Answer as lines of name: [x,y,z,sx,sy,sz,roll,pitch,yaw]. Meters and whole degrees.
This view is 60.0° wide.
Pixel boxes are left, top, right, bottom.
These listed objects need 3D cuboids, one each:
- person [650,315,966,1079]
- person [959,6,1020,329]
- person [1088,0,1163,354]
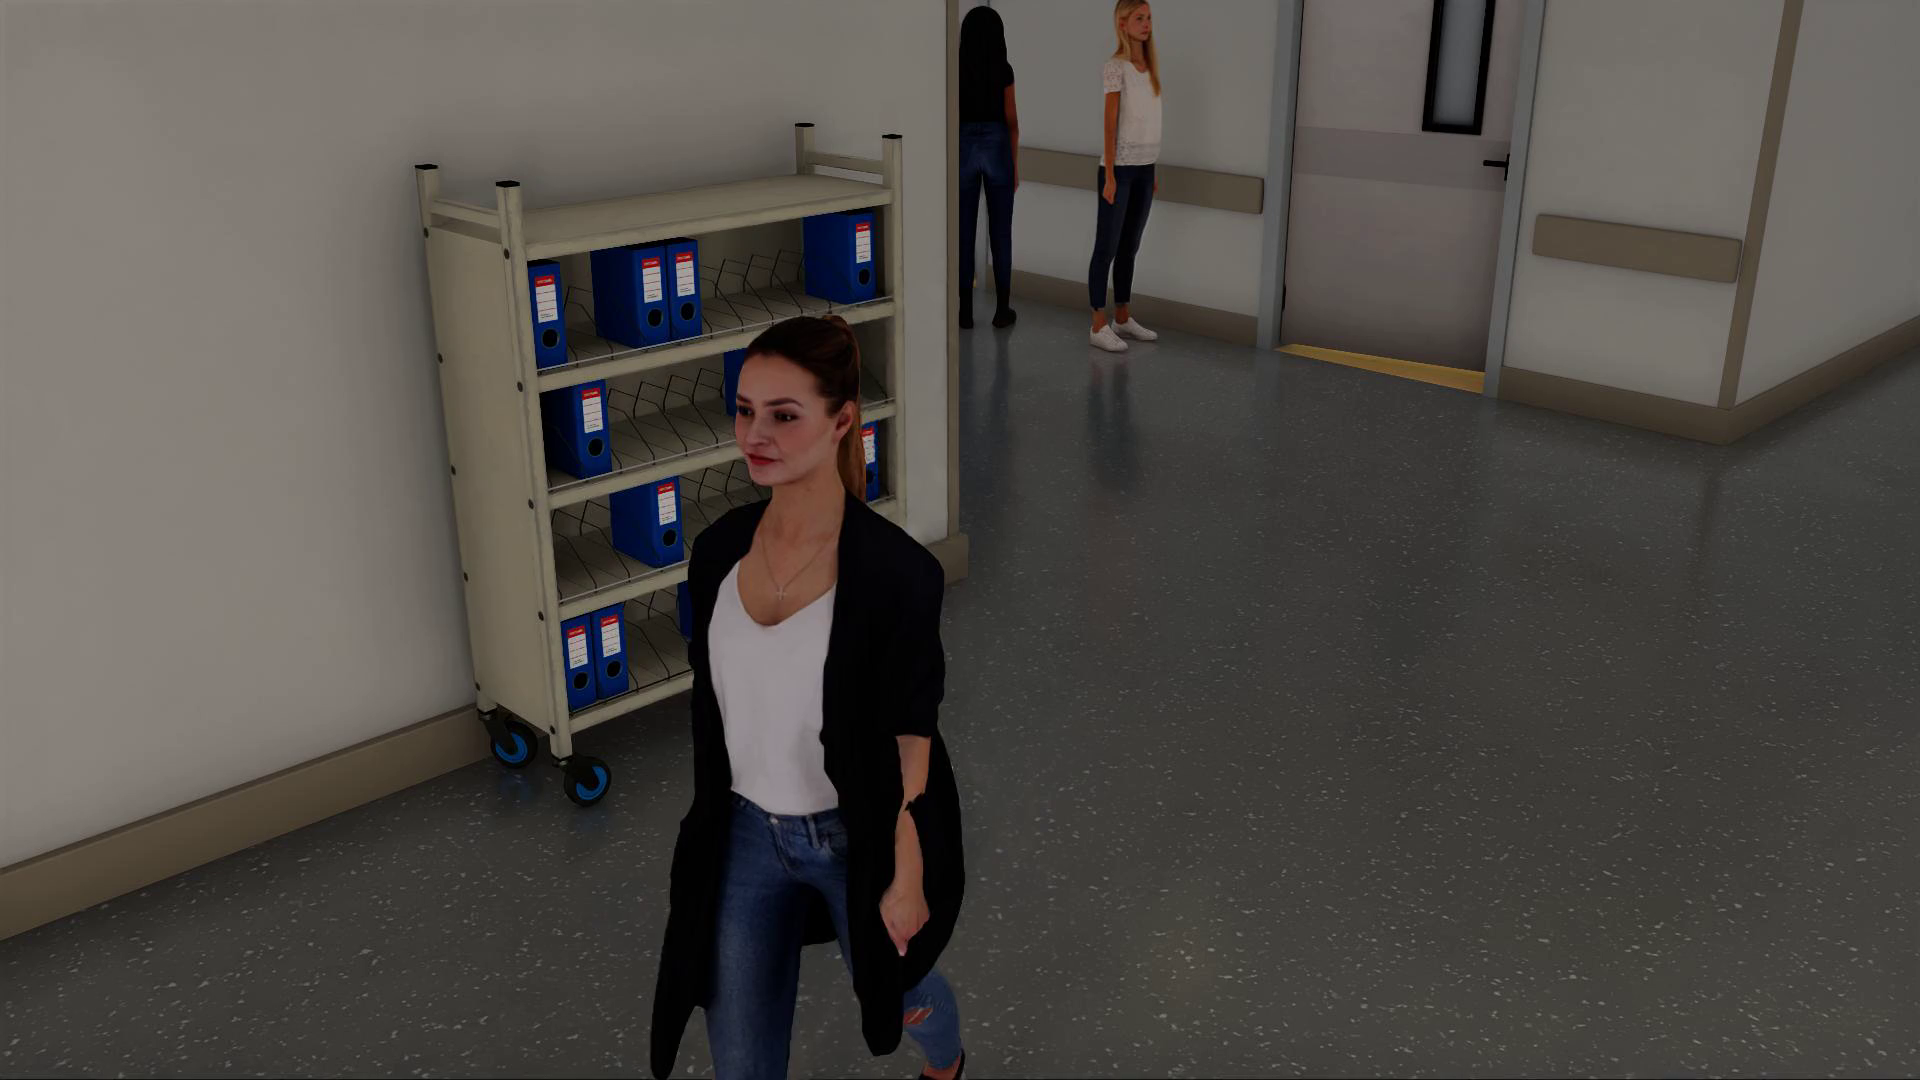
person: [-0.165,0.468,2.693,0.863,1.644,1.183,10,23,25]
person: [0.119,-2.056,9.225,0.662,1.738,0.715,1,21,3]
person: [0.871,-1.930,8.794,0.662,1.809,0.466,17,26,37]
